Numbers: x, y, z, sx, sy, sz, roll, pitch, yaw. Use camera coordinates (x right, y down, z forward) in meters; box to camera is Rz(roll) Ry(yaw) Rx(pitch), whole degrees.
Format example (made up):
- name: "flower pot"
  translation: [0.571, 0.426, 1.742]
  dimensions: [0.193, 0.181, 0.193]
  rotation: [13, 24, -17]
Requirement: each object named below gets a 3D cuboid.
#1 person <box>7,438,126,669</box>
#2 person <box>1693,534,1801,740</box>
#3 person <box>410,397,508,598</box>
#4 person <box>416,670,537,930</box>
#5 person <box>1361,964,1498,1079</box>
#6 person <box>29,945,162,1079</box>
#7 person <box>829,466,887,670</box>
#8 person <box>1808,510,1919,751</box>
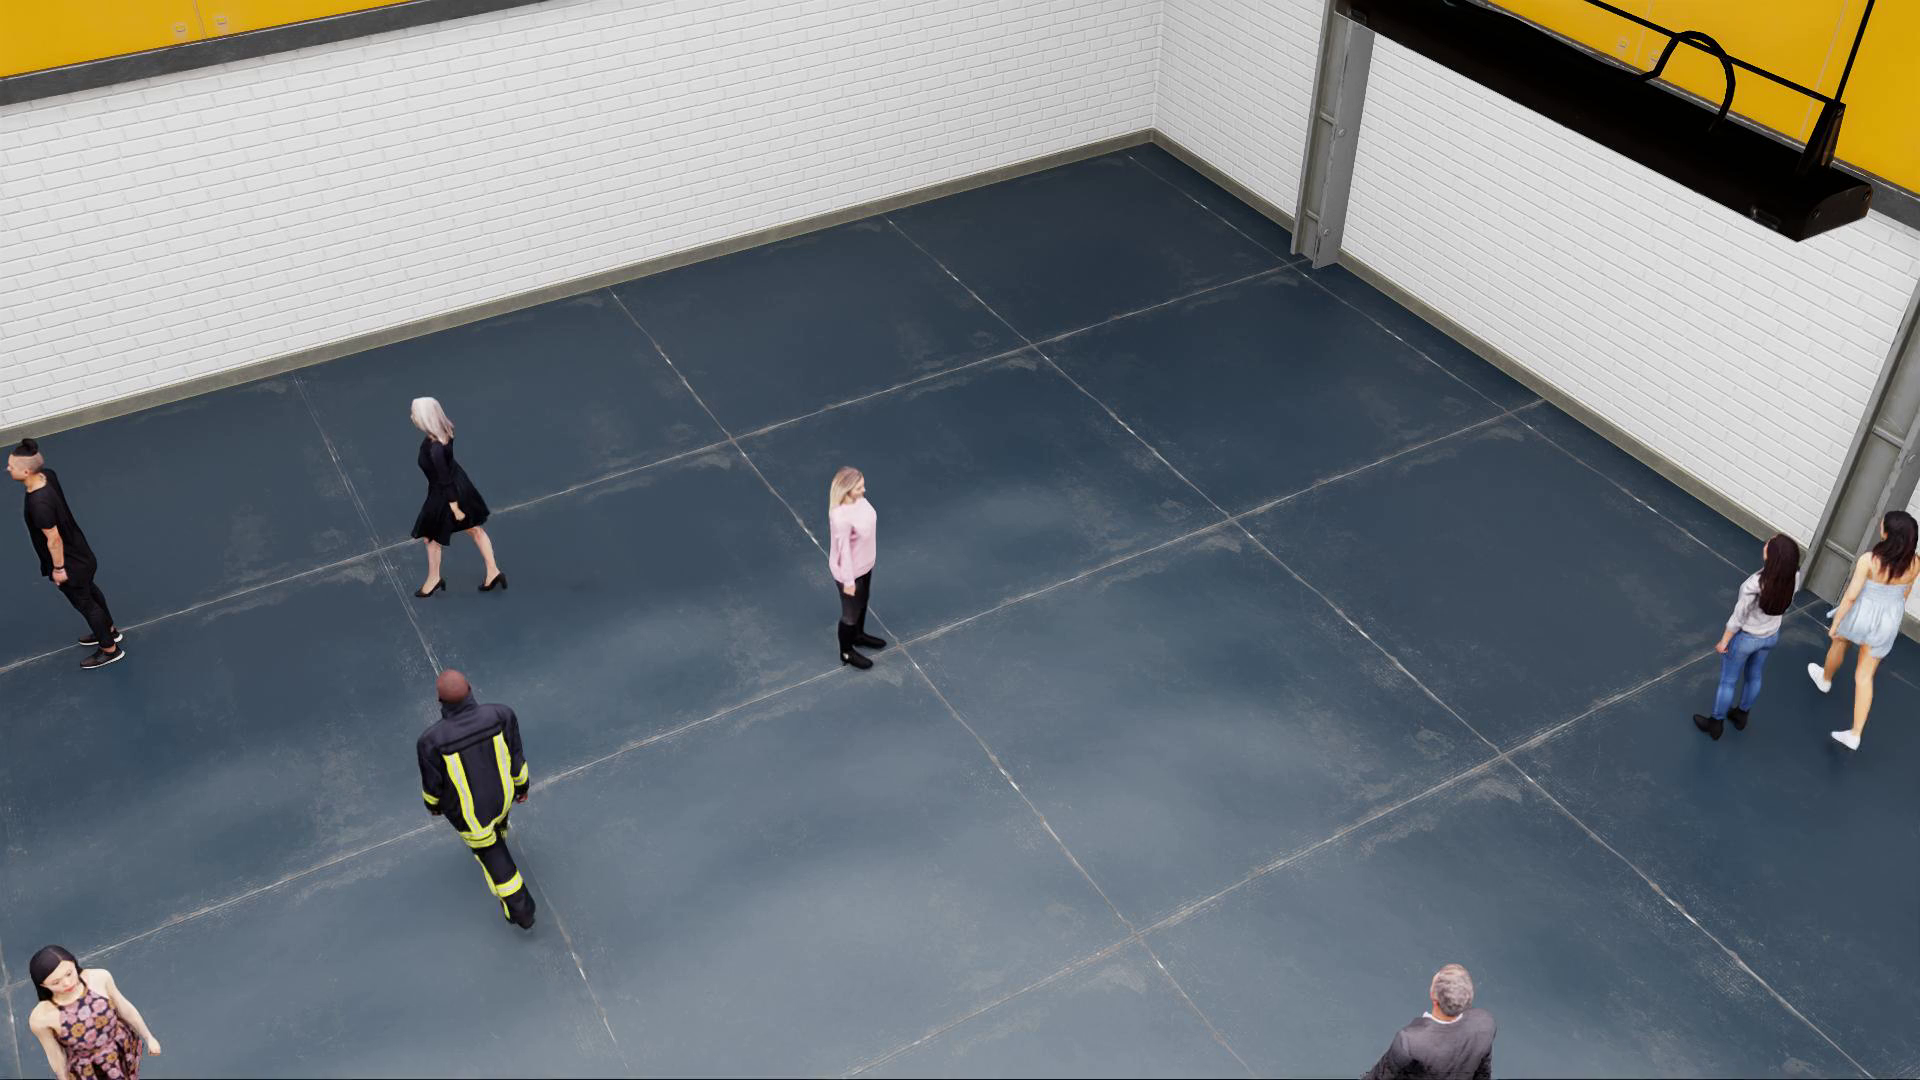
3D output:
- name: "person"
  translation: [-6.174, 0.072, 11.453]
  dimensions: [0.756, 1.864, 0.543]
  rotation: [-16, 41, -19]
- name: "person"
  translation: [5.221, 0.637, 10.934]
  dimensions: [0.633, 1.630, 0.562]
  rotation: [-13, 40, -16]
- name: "person"
  translation: [-3.598, -0.303, 12.035]
  dimensions: [0.884, 1.725, 0.938]
  rotation: [-2, 39, -3]
- name: "person"
  translation: [-2.773, 1.510, 9.717]
  dimensions: [0.827, 1.784, 1.226]
  rotation: [-24, 44, -27]
- name: "person"
  translation: [2.309, 2.784, 8.102]
  dimensions: [0.873, 1.809, 1.125]
  rotation: [-13, 40, -15]
- name: "person"
  translation: [-4.346, 2.607, 8.393]
  dimensions: [1.210, 1.722, 0.974]
  rotation: [21, 43, 24]
- name: "person"
  translation: [-0.758, 0.168, 11.479]
  dimensions: [0.751, 1.683, 0.691]
  rotation: [9, 40, 11]
- name: "person"
  translation: [5.996, 0.620, 10.914]
  dimensions: [1.038, 1.681, 1.205]
  rotation: [5, 39, 6]
